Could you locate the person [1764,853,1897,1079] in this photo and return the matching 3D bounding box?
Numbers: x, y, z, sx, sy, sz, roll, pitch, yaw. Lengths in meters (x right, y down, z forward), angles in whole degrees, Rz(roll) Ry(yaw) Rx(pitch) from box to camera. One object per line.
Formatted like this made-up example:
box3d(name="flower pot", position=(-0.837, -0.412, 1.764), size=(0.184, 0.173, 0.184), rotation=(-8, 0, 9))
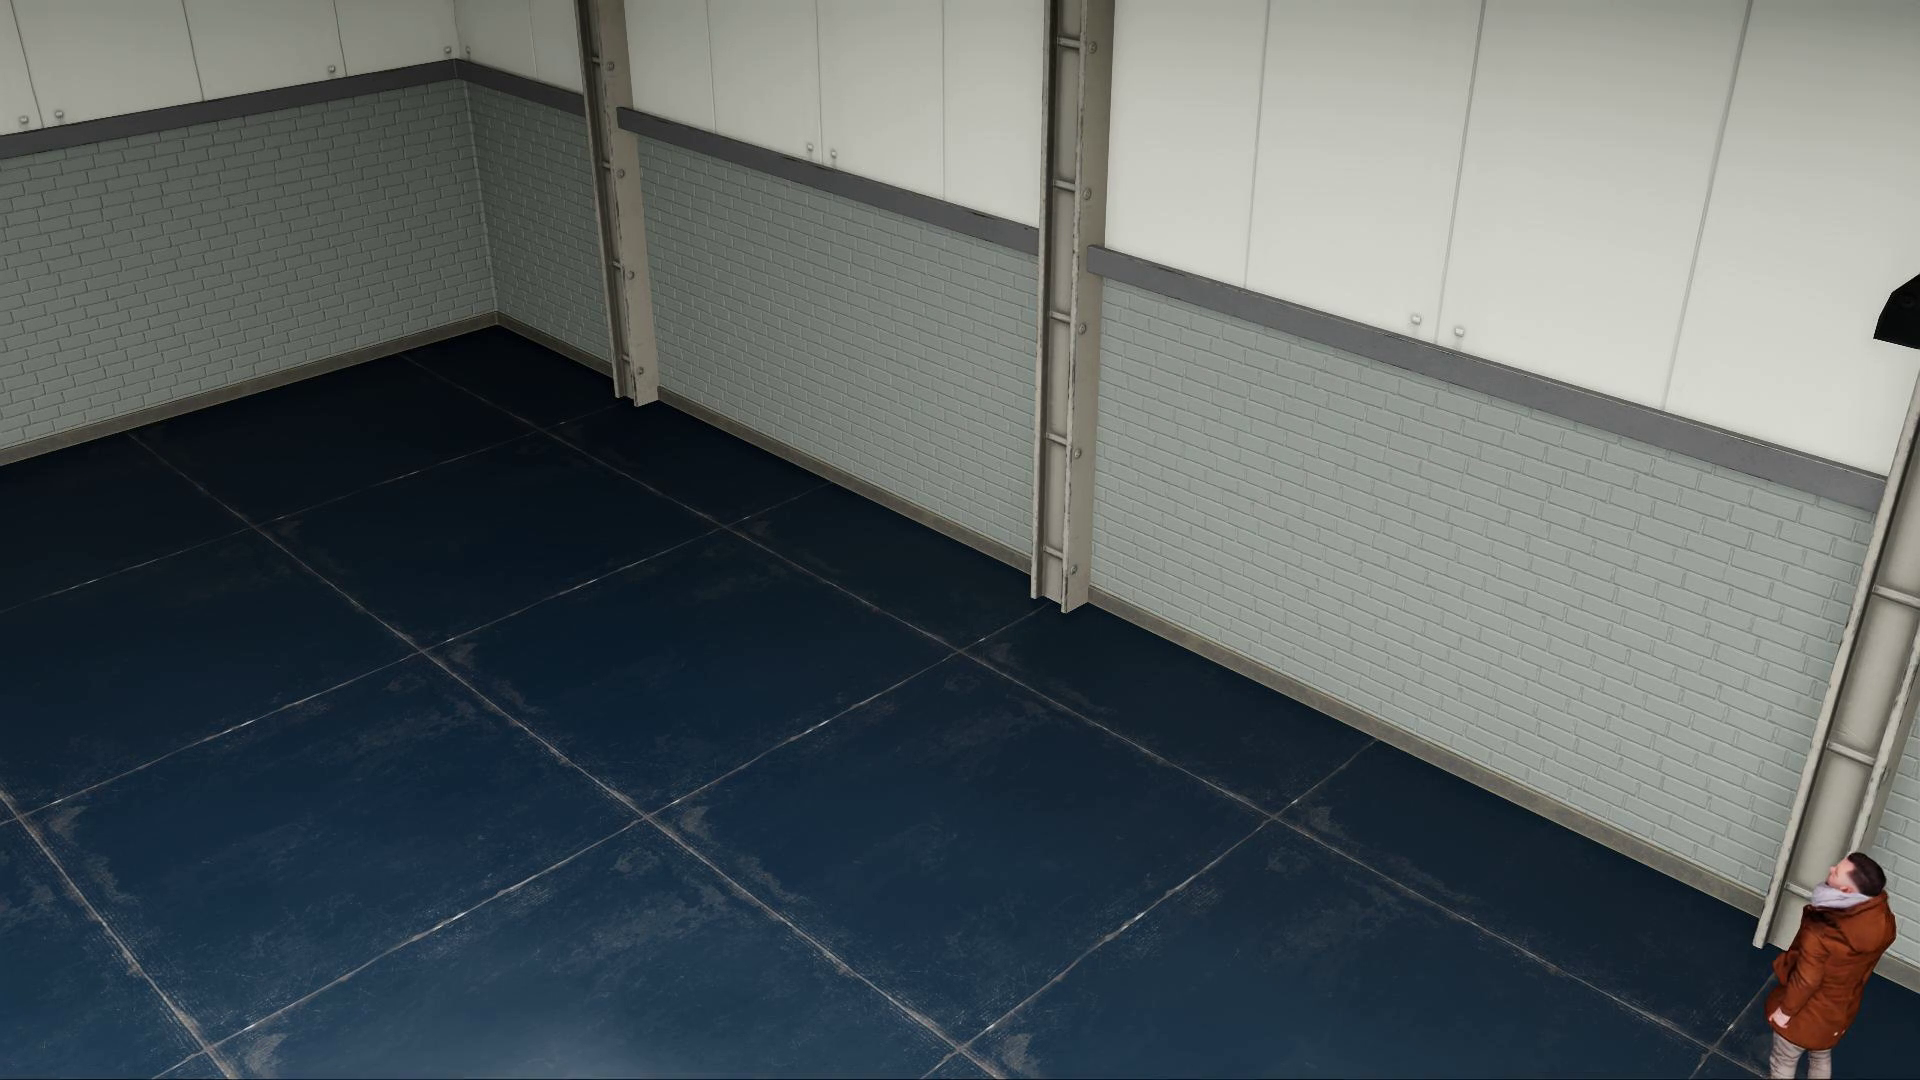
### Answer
box3d(name="person", position=(4.344, 2.335, 8.415), size=(0.823, 1.839, 0.845), rotation=(-11, 30, -20))
